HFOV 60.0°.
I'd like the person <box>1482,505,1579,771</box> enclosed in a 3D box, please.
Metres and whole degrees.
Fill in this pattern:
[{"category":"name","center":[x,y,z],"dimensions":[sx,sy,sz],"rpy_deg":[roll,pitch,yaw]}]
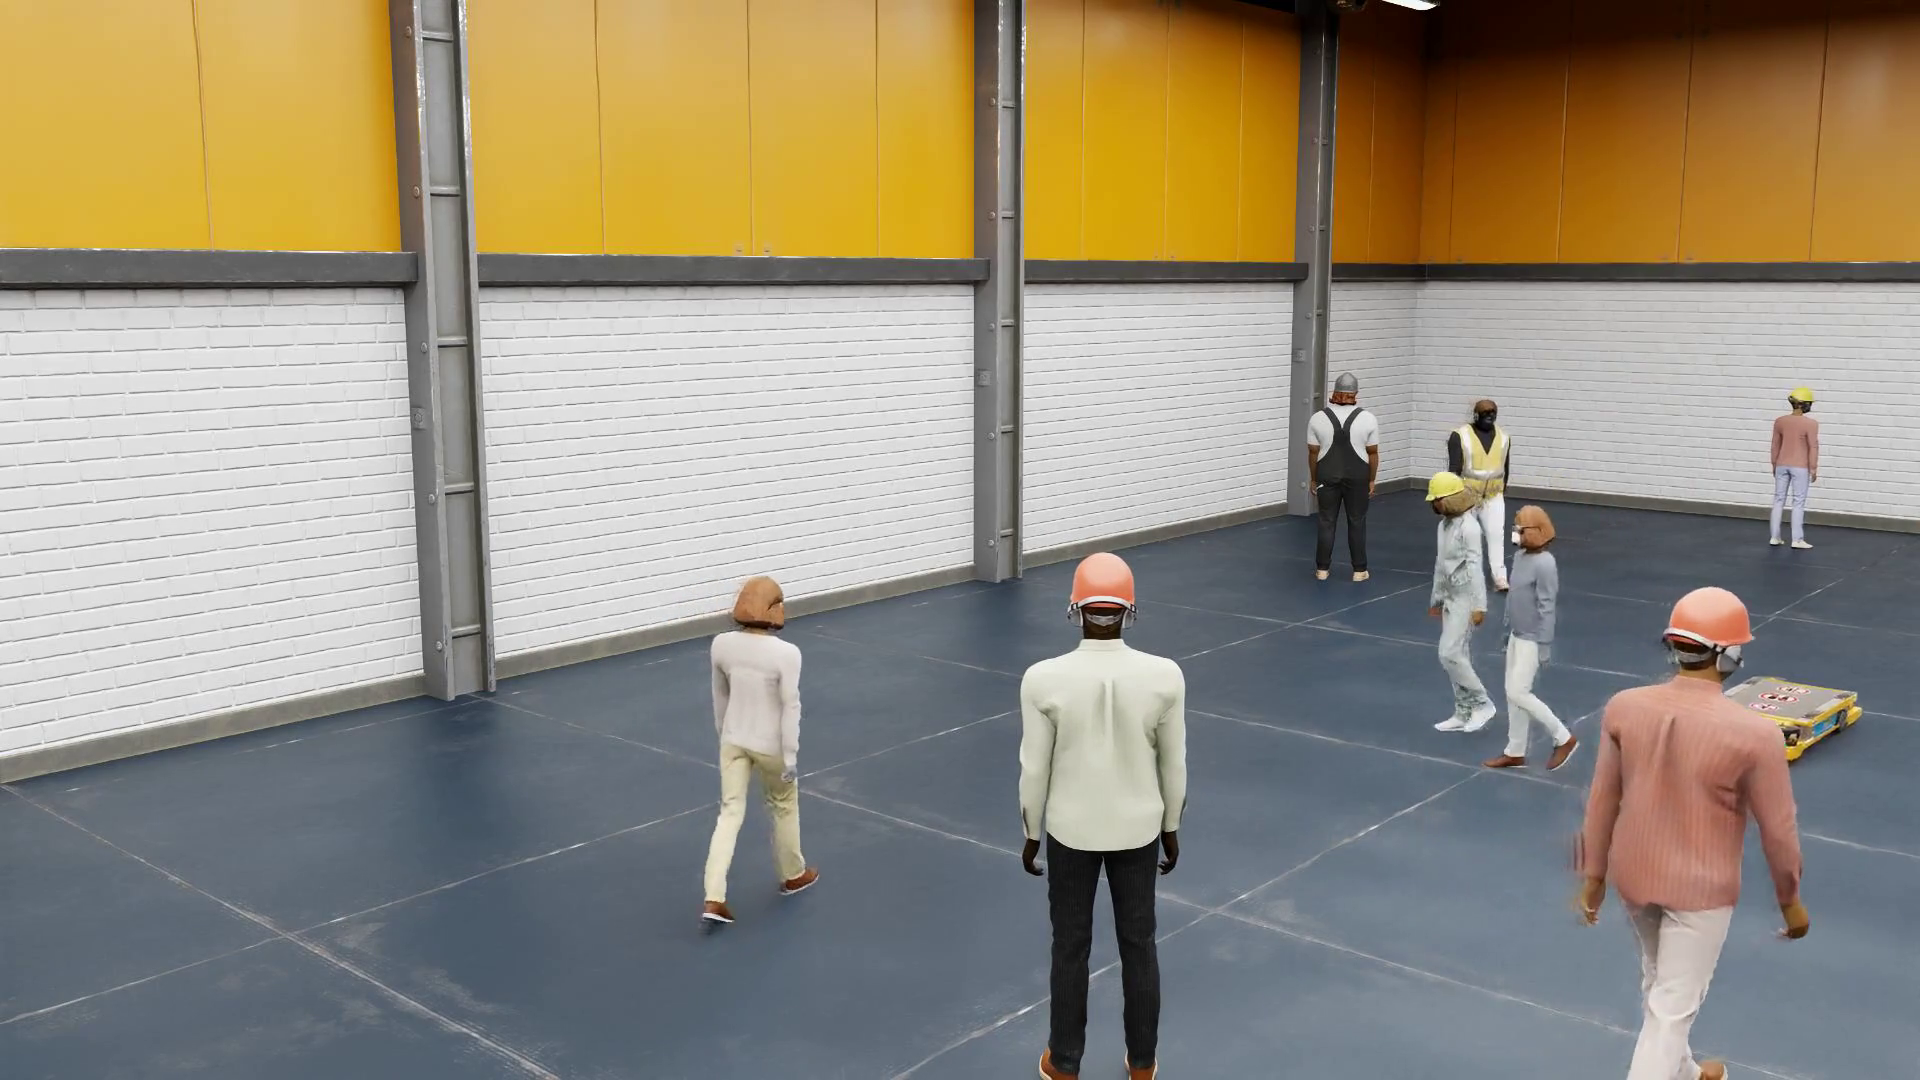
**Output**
[{"category":"person","center":[3.410,0.597,9.926],"dimensions":[0.421,1.624,0.511],"rpy_deg":[0,9,0]}]

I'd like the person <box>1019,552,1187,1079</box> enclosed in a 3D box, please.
[{"category":"person","center":[0.512,1.034,6.010],"dimensions":[0.612,1.995,0.376],"rpy_deg":[-1,9,-6]}]

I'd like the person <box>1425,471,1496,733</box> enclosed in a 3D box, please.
[{"category":"person","center":[3.212,0.406,10.807],"dimensions":[0.400,1.712,0.516],"rpy_deg":[-1,9,-4]}]

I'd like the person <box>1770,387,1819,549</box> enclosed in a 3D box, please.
[{"category":"person","center":[9.119,-0.788,18.172],"dimensions":[0.328,1.765,0.527],"rpy_deg":[-5,10,-29]}]

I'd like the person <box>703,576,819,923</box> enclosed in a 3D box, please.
[{"category":"person","center":[-0.966,0.957,7.743],"dimensions":[0.515,1.592,0.841],"rpy_deg":[4,10,23]}]

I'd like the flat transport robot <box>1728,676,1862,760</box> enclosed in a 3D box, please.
[{"category":"flat transport robot","center":[5.289,1.132,10.790],"dimensions":[0.652,0.197,1.431],"rpy_deg":[9,12,43]}]

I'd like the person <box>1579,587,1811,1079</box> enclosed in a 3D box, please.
[{"category":"person","center":[2.476,1.126,5.555],"dimensions":[0.960,1.953,0.627],"rpy_deg":[-6,11,-32]}]

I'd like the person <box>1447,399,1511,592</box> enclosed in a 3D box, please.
[{"category":"person","center":[4.912,-0.404,15.634],"dimensions":[0.632,1.807,0.880],"rpy_deg":[0,9,-2]}]

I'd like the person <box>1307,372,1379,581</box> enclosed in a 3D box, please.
[{"category":"person","center":[3.744,-0.621,16.257],"dimensions":[0.681,2.000,0.538],"rpy_deg":[3,10,18]}]
